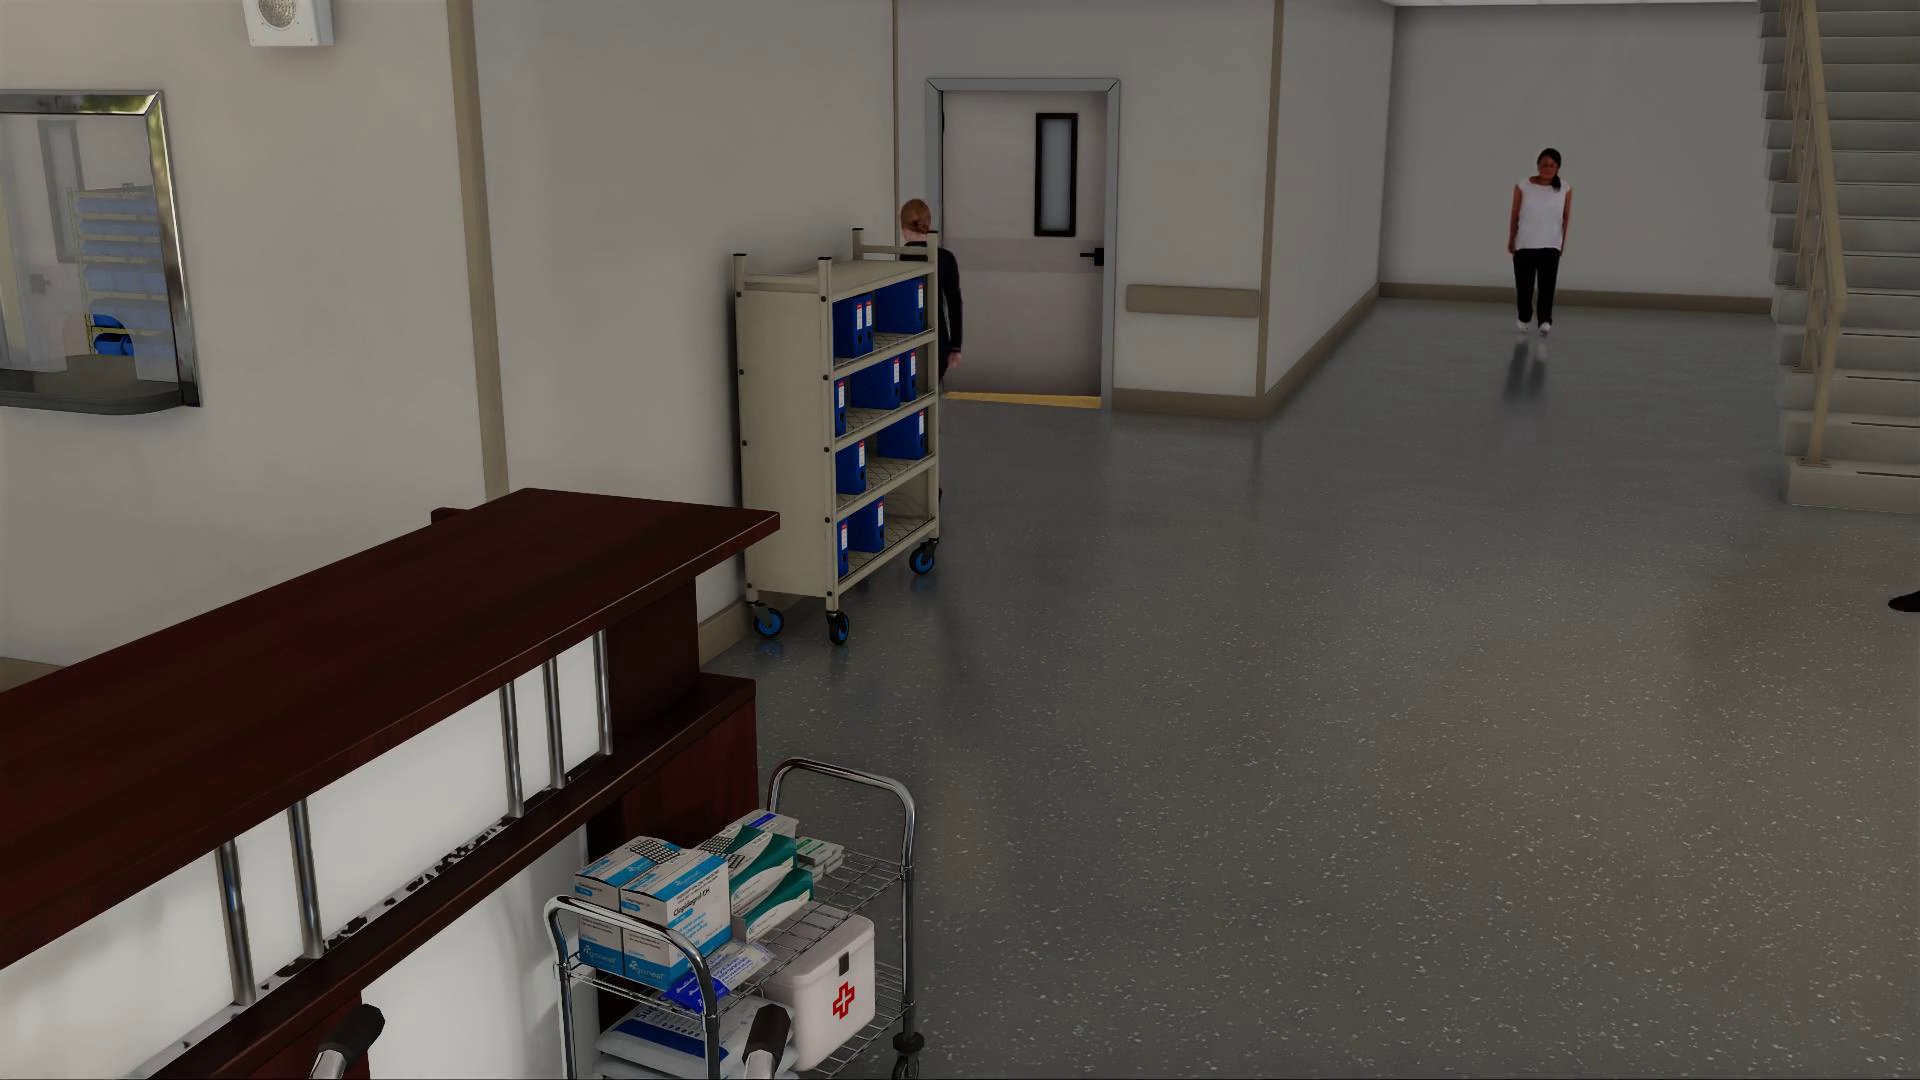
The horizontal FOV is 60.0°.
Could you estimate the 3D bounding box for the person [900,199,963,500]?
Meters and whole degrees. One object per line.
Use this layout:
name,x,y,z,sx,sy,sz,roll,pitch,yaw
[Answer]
person,-0.189,-0.982,9.073,0.974,1.651,1.048,-8,18,-26

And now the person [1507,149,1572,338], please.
person,5.254,-2.694,15.139,0.654,1.654,0.989,5,17,19
